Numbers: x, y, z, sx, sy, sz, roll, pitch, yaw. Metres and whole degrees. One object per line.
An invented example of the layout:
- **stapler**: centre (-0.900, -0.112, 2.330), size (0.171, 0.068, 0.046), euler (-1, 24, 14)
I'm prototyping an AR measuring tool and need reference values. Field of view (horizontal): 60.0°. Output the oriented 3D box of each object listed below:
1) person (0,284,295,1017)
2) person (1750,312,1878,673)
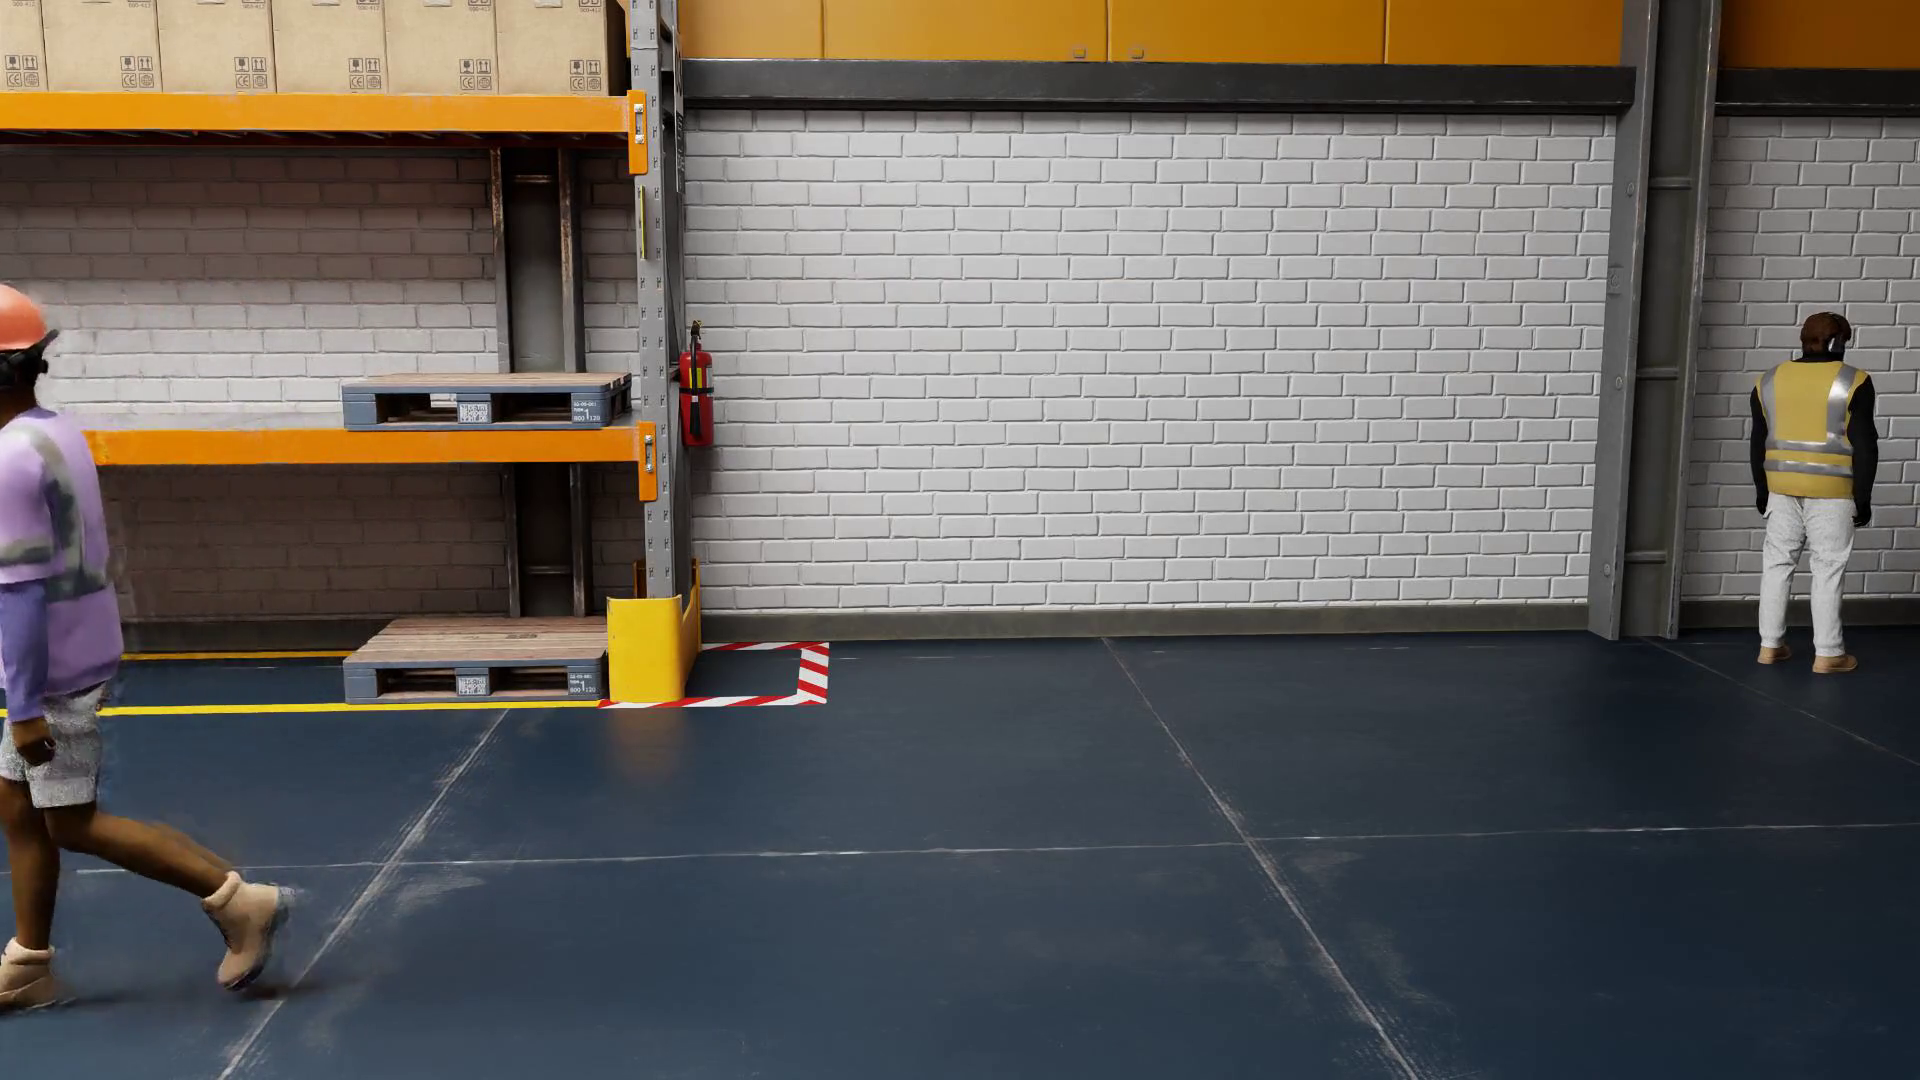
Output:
- **person**: centre (-2.331, 0.321, 4.460), size (0.877, 2.018, 0.615), euler (-3, 10, -19)
- **person**: centre (4.375, -0.242, 8.527), size (0.429, 1.837, 0.620), euler (-7, 11, -37)
